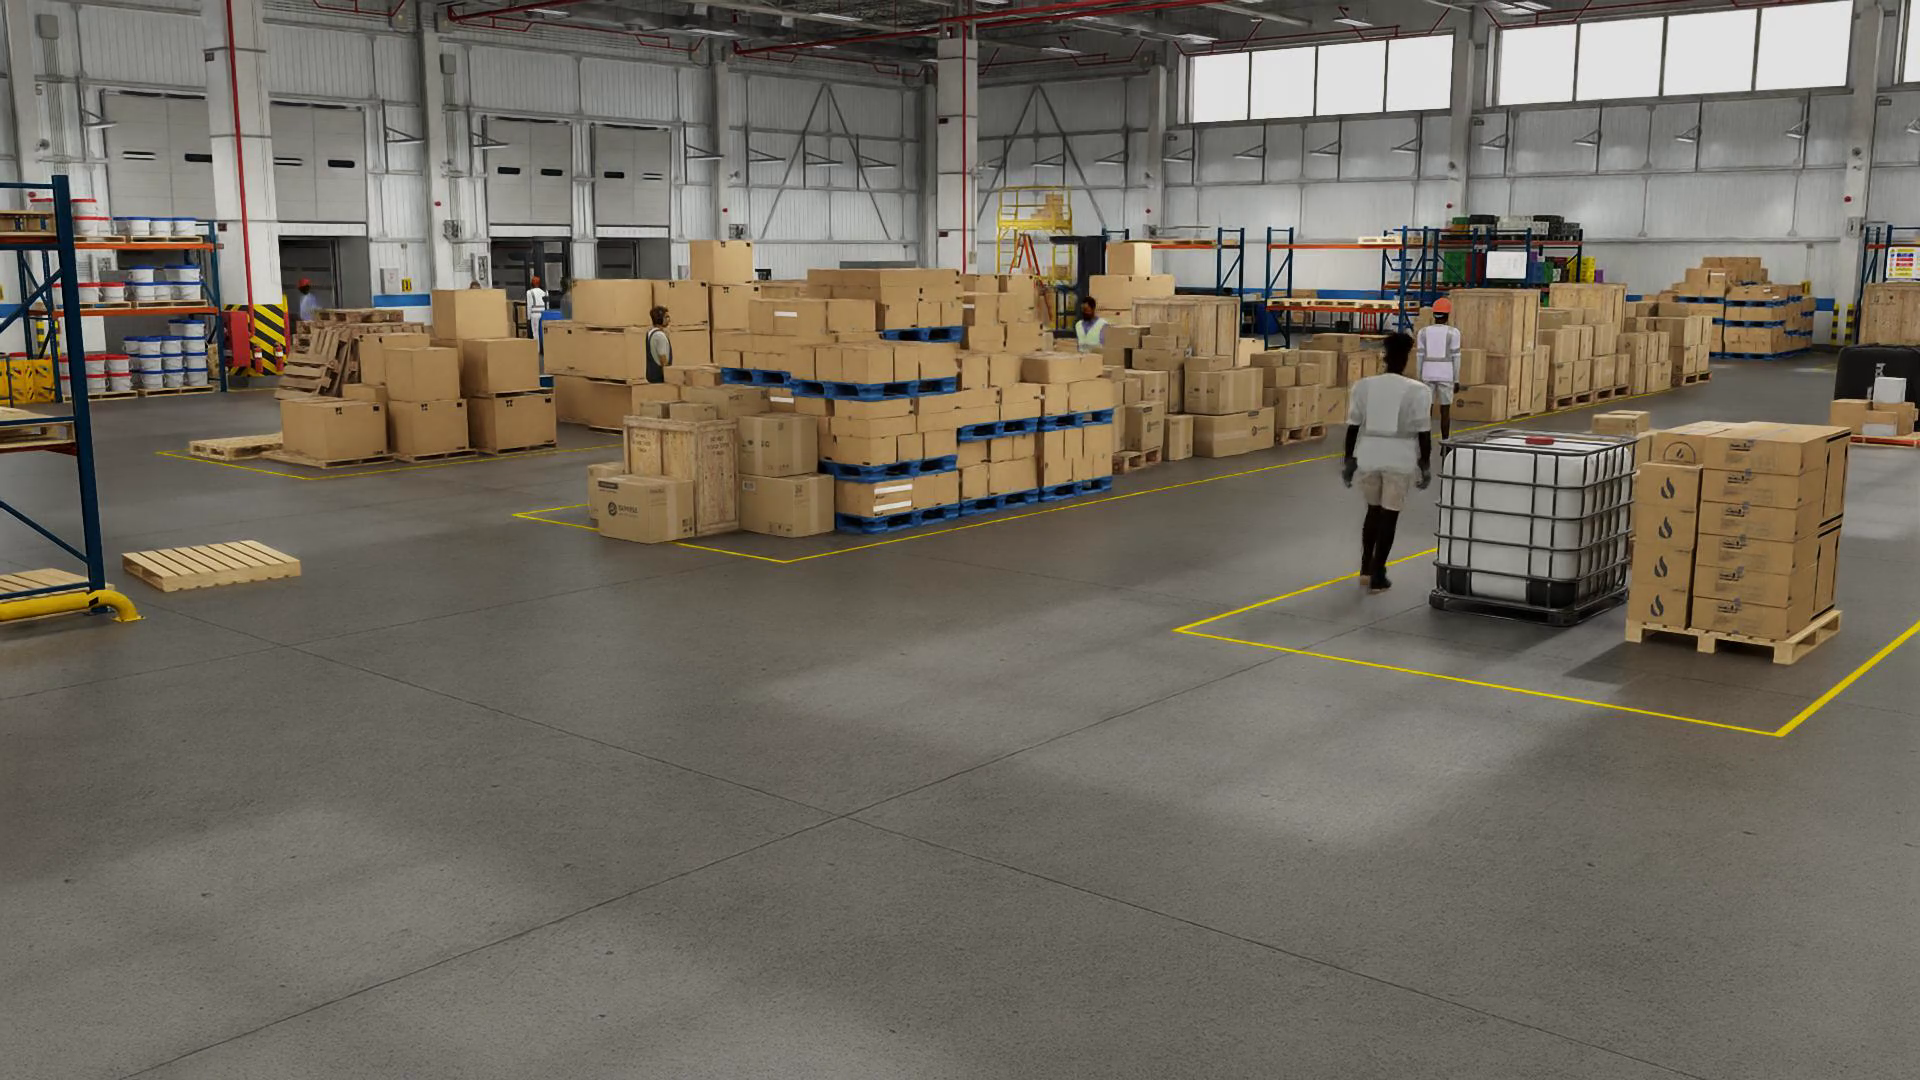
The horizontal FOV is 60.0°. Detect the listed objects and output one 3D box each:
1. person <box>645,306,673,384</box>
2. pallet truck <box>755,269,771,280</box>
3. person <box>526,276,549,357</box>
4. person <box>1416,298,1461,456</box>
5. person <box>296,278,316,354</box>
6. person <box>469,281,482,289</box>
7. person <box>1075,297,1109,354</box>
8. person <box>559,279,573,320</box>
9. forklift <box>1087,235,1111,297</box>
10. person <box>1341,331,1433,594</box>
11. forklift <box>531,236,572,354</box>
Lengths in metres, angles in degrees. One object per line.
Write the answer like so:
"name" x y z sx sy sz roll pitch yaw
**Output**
"person" -3.678 -1.953 20.458 0.346 1.846 0.507 -6 12 -31
"pallet truck" -4.996 -6.432 45.525 1.885 1.965 0.823 -6 12 -32
"person" -9.915 -5.241 39.069 0.579 1.882 0.342 -10 14 -44
"person" 5.884 -2.000 20.457 0.543 1.939 0.361 6 12 32
"person" -14.019 -4.707 35.959 0.831 1.915 0.548 -10 14 -43
"person" -9.610 -4.193 33.039 0.628 1.911 0.951 -3 10 -15
"person" 1.728 -2.356 22.669 0.596 1.881 0.868 9 13 42
"person" -8.389 -4.675 35.834 1.004 1.896 0.648 0 10 2
"forklift" 3.160 -5.590 38.221 1.873 2.768 1.129 2 10 14
"person" 3.202 -0.575 12.353 0.610 1.940 0.602 8 12 37
"forklift" -9.601 -5.790 39.356 1.873 2.768 1.129 8 13 40
